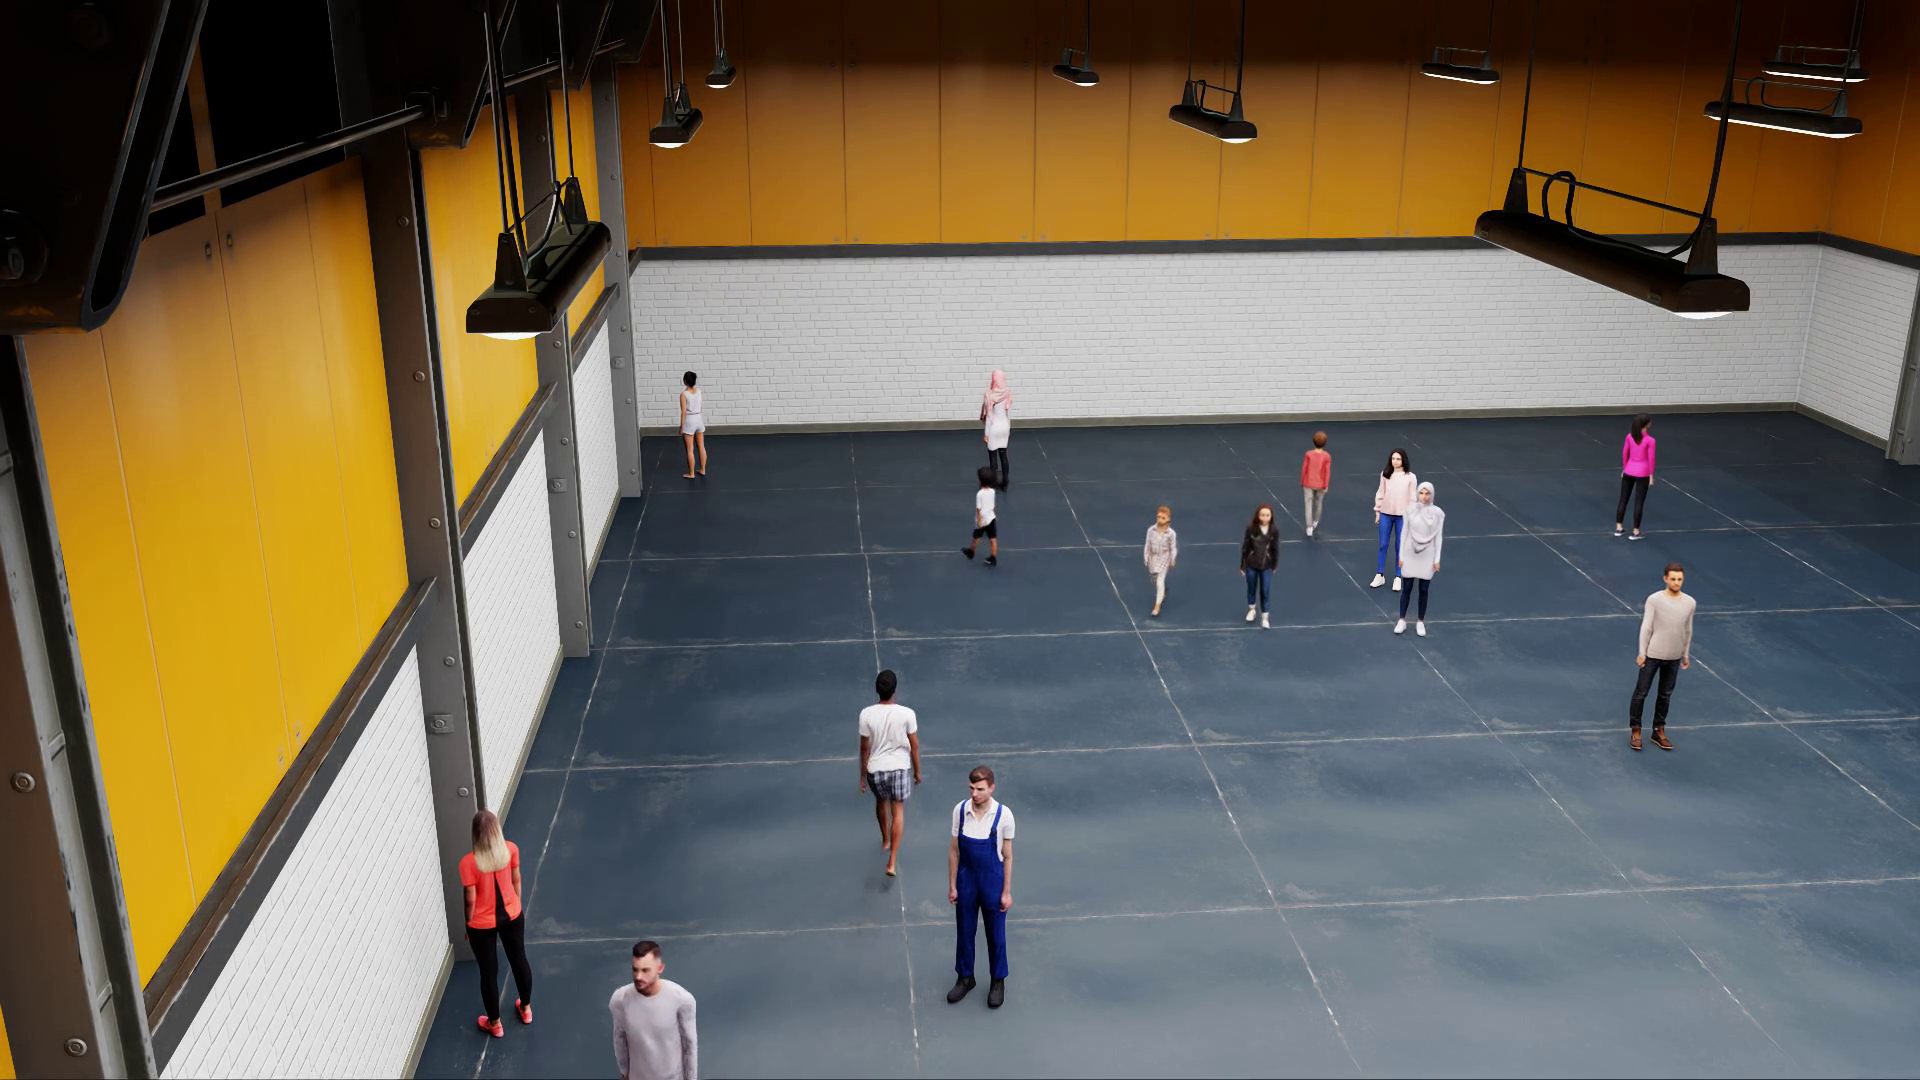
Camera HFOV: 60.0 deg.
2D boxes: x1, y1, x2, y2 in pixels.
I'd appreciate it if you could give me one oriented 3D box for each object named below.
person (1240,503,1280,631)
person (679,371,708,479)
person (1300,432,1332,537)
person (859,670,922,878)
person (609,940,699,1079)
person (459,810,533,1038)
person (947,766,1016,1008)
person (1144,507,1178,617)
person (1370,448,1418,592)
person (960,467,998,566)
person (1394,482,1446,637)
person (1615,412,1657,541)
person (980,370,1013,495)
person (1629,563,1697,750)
[{"bbox_3d":[3.415,0.266,19.046,0.713,1.451,0.945,3,19,9],"label":"person"},{"bbox_3d":[-3.973,-1.725,24.718,0.721,1.605,0.661,15,24,38],"label":"person"},{"bbox_3d":[4.704,-0.719,22.070,0.686,1.387,0.992,3,19,10],"label":"person"},{"bbox_3d":[-0.588,1.946,13.667,0.766,1.700,1.131,1,19,4],"label":"person"},{"bbox_3d":[-1.765,3.163,9.904,0.754,1.795,1.138,0,19,1],"label":"person"},{"bbox_3d":[-3.233,2.651,11.585,0.680,1.693,0.709,-15,24,-37],"label":"person"},{"bbox_3d":[0.159,2.452,11.931,0.705,1.850,0.686,5,19,15],"label":"person"},{"bbox_3d":[2.356,0.212,19.451,0.812,1.294,0.938,10,21,27],"label":"person"},{"bbox_3d":[5.263,-0.266,20.128,0.732,1.768,0.747,10,21,28],"label":"person"},{"bbox_3d":[0.364,-0.271,20.979,0.757,1.235,0.870,-15,24,-38],"label":"person"},{"bbox_3d":[5.175,0.199,18.739,0.682,1.775,0.668,6,20,18],"label":"person"},{"bbox_3d":[8.940,-0.859,21.999,0.748,1.698,0.666,-15,24,-38],"label":"person"},{"bbox_3d":[0.534,-1.567,23.937,0.734,1.803,0.753,-13,22,-33],"label":"person"},{"bbox_3d":[6.728,1.095,15.933,0.676,1.868,0.609,1,19,2],"label":"person"}]
